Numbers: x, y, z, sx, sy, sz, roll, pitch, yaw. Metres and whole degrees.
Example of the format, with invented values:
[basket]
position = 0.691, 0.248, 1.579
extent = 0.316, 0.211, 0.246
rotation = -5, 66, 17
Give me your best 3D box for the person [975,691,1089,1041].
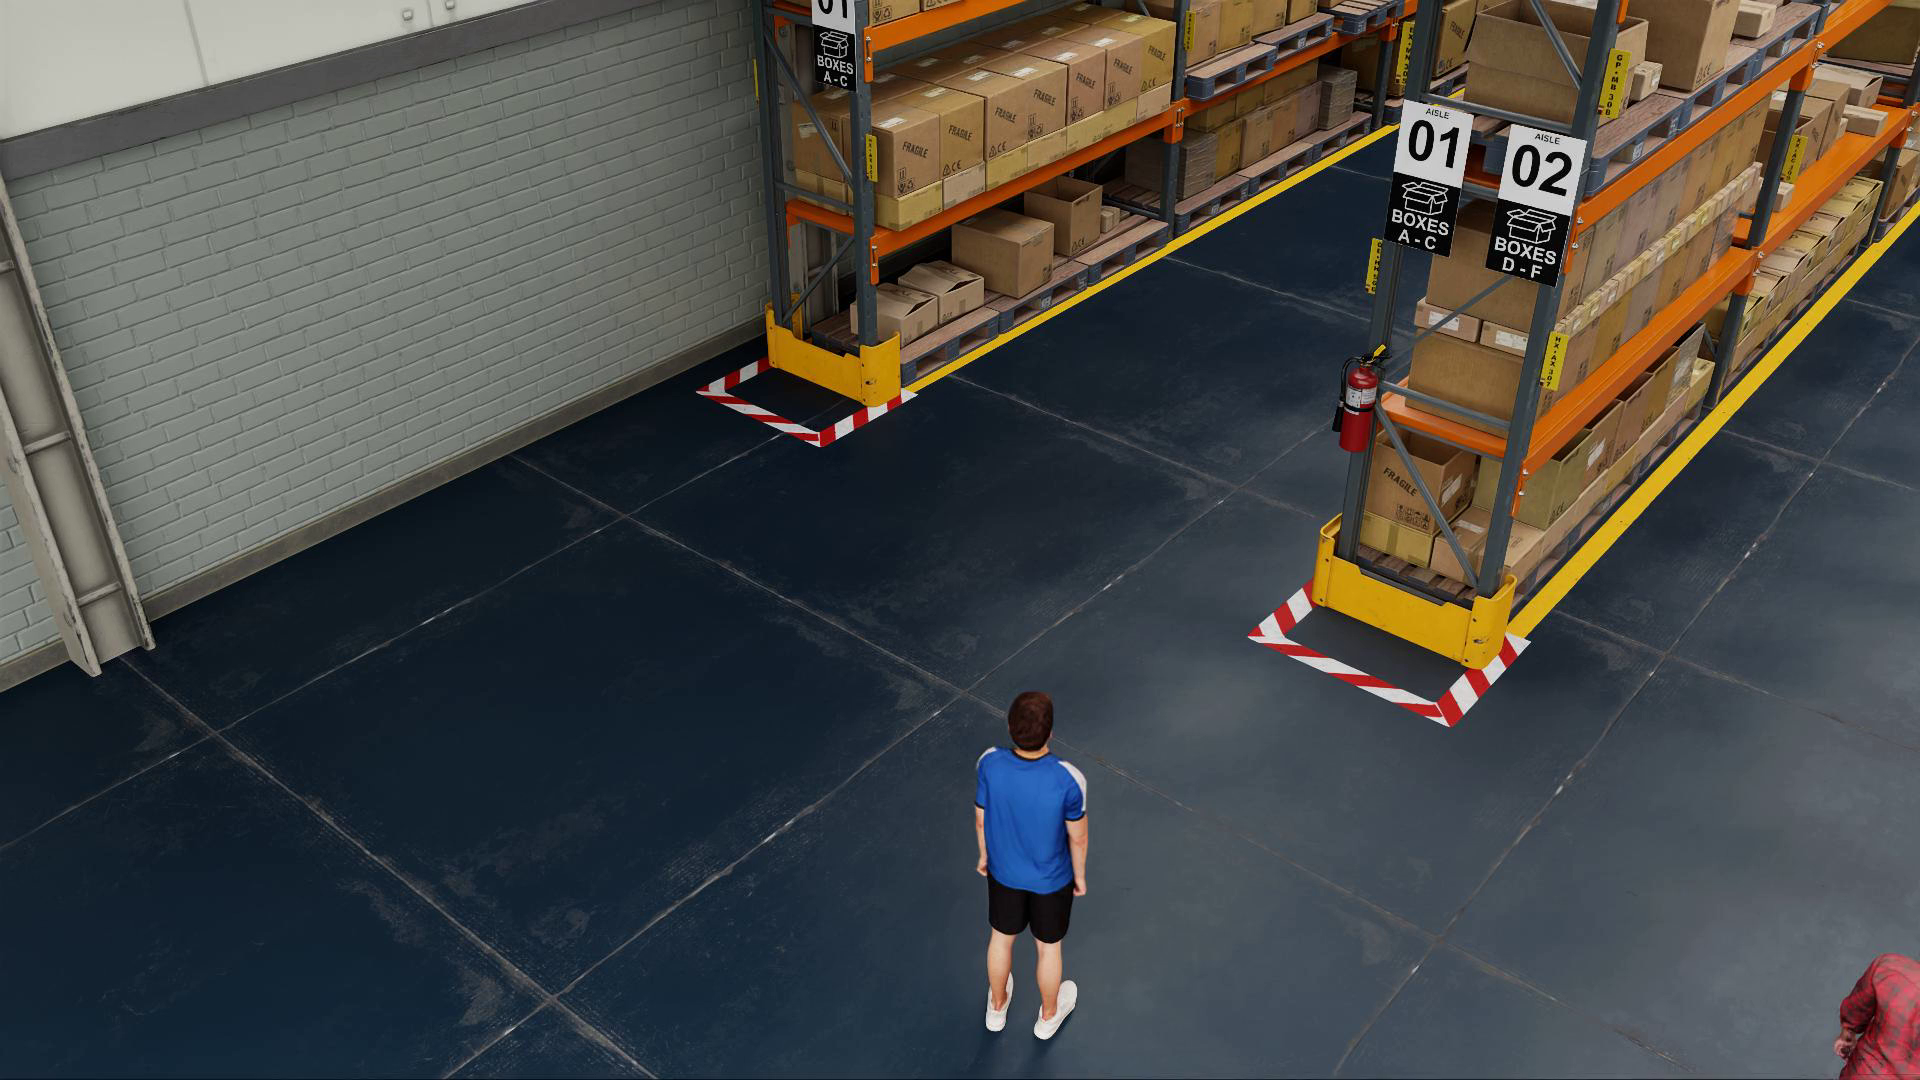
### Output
[person]
position = 0.295, 1.406, 7.171
extent = 0.729, 1.865, 0.720
rotation = 8, 34, 13
